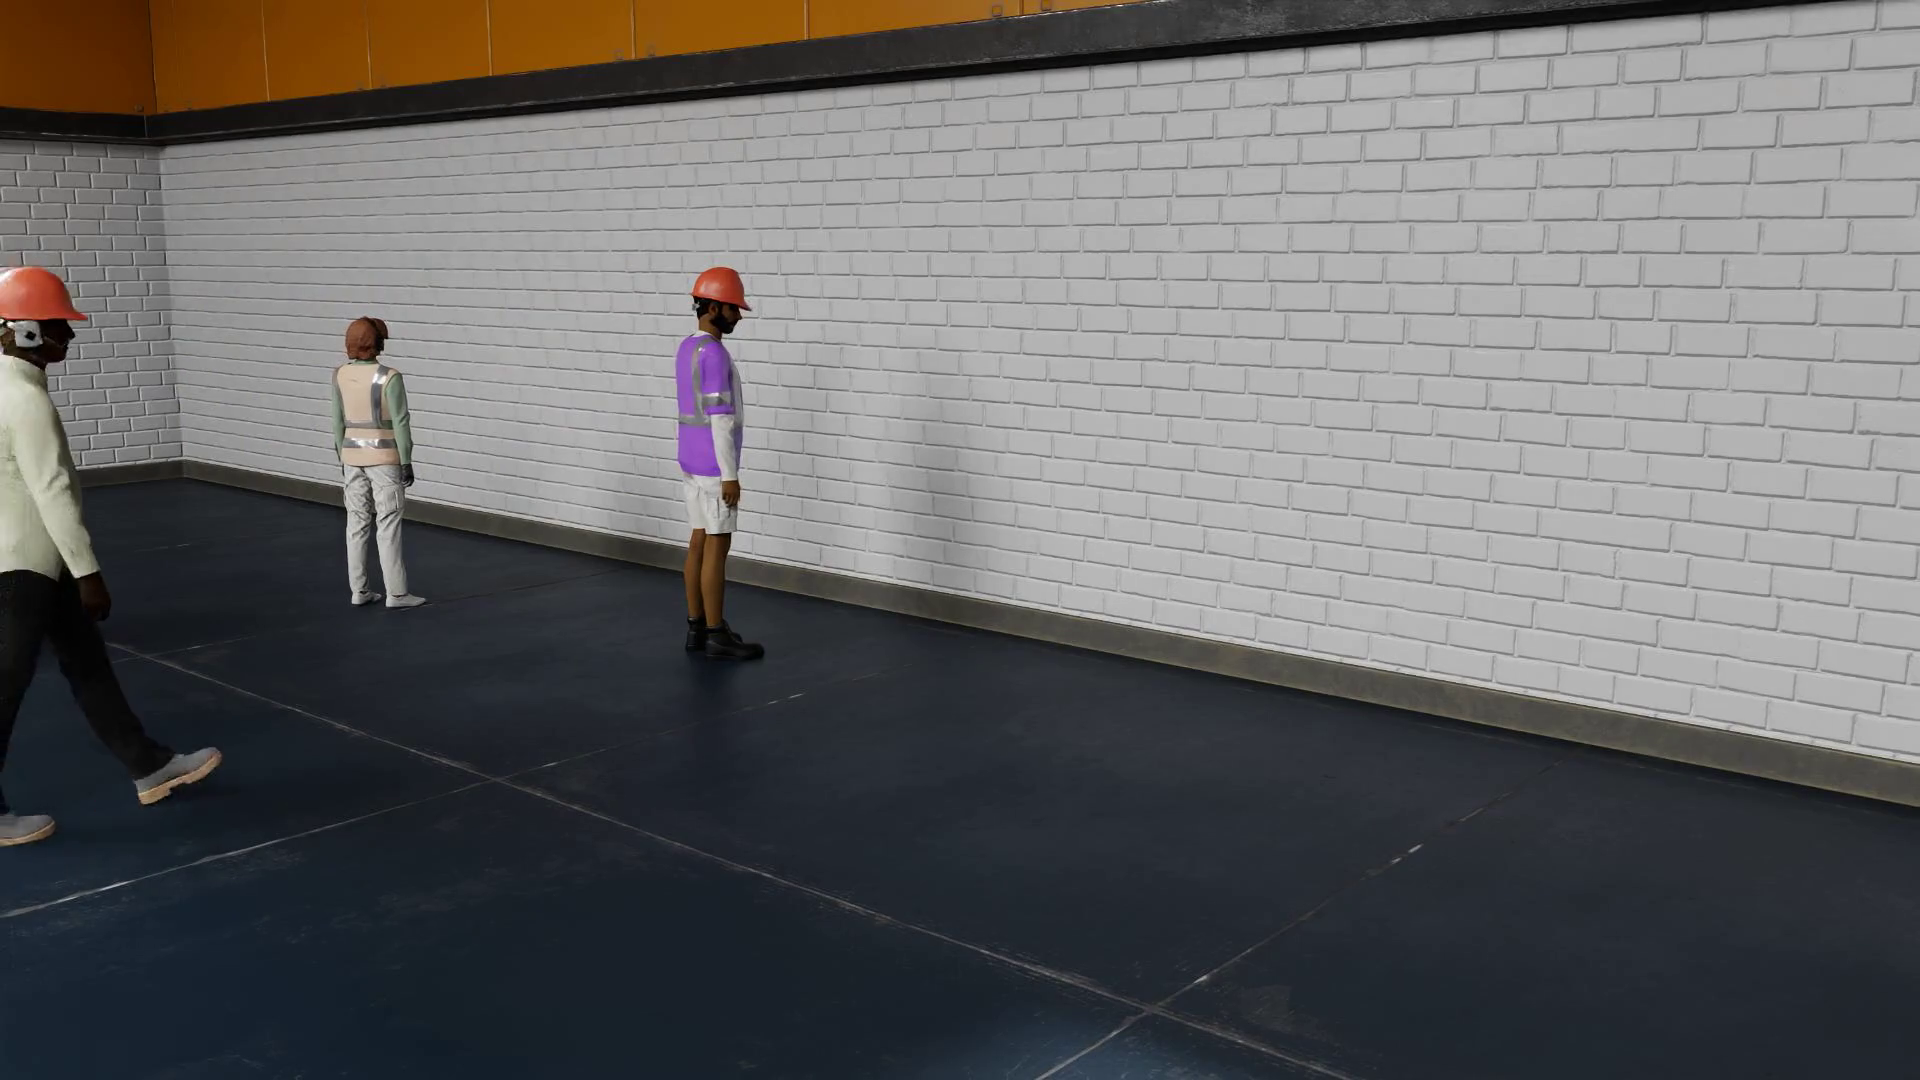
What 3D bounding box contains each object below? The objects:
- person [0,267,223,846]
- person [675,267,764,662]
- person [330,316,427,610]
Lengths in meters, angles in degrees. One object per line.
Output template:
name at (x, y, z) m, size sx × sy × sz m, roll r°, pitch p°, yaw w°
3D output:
person at (-3.067, 0.053, 5.729) m, size 0.976 × 1.946 × 0.649 m, roll -7°, pitch 12°, yaw -35°
person at (-1.197, -0.370, 8.209) m, size 0.374 × 1.928 × 0.542 m, roll -5°, pitch 11°, yaw -26°
person at (-3.283, -0.424, 9.326) m, size 0.519 × 1.645 × 0.307 m, roll 4°, pitch 11°, yaw 22°
